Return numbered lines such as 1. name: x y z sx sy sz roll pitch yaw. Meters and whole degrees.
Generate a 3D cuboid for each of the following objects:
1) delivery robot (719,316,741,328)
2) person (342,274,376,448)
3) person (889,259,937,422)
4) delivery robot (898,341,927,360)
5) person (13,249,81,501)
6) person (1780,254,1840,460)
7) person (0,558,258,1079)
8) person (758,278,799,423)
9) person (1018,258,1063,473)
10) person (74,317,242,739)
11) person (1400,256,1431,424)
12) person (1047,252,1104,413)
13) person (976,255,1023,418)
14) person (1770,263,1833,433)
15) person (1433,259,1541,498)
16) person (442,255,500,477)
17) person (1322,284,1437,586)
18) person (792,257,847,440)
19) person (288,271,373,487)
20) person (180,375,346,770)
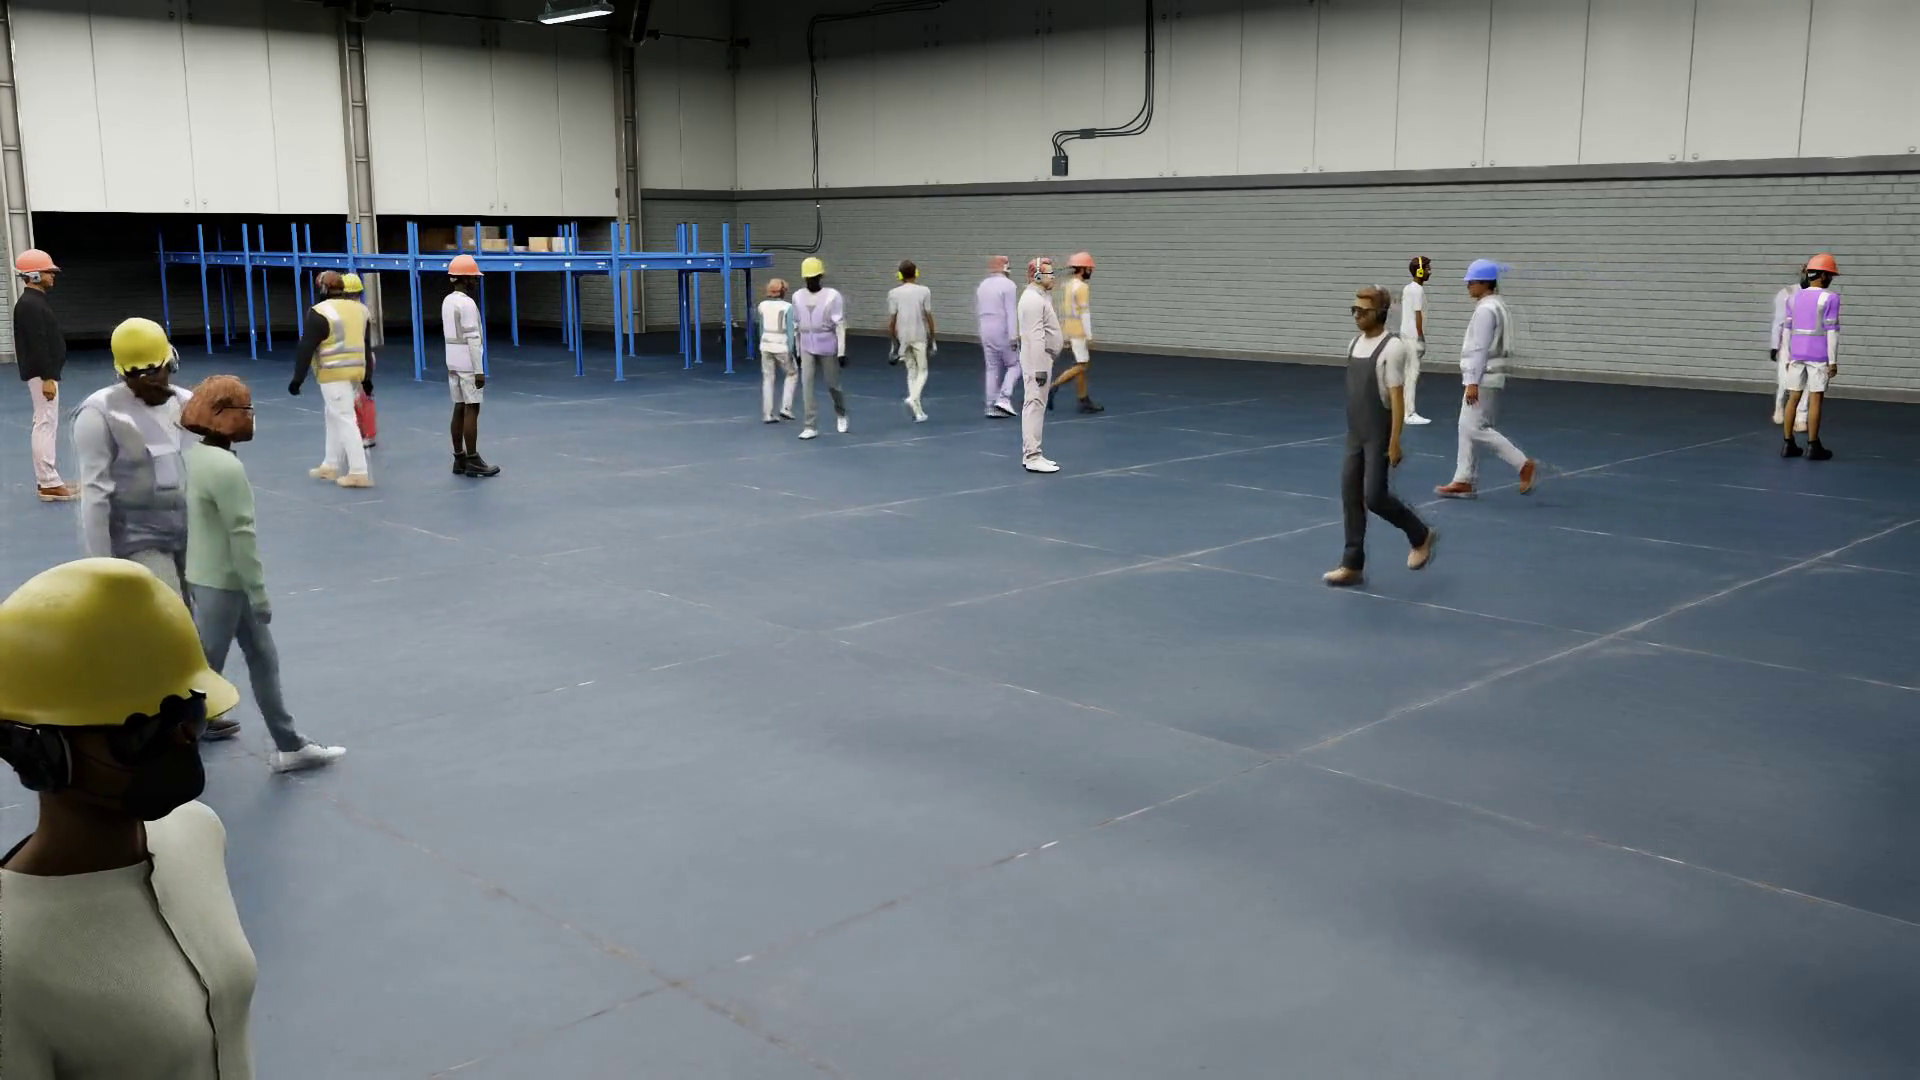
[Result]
1. delivery robot: -4.500 -4.283 32.591 0.335 0.223 0.698 -5 12 -26
2. person: -6.004 -1.773 16.530 0.552 1.731 0.421 8 13 37
3. person: -0.538 -2.236 18.761 0.572 1.840 0.584 3 11 16
4. delivery robot: -0.820 -3.197 27.377 0.477 0.478 0.707 4 11 21
5. person: -7.367 -1.327 13.391 0.379 1.995 0.612 -6 12 -31
6. person: 8.121 -1.746 15.852 0.374 1.930 0.542 -6 12 -28
7. person: -0.935 0.889 1.932 0.311 1.768 0.533 0 10 2
8. person: -2.061 -2.141 18.835 0.526 1.623 0.448 6 12 28
9. person: 0.724 -1.577 14.994 0.410 1.908 0.643 0 10 -1
10. person: -3.247 -0.013 6.783 0.420 1.788 0.673 3 11 18
11. person: 5.151 -2.260 18.814 0.330 1.874 0.518 0 10 -2
12. person: 1.345 -2.460 19.787 0.730 1.920 0.568 -2 11 -10
13. person: 0.471 -2.347 19.276 0.443 1.874 0.725 -8 13 -37
14. person: 9.106 -2.084 17.970 0.647 1.828 0.460 2 11 11
15. person: 4.250 -1.275 13.301 0.735 1.929 0.623 3 11 18
16. person: -4.354 -1.543 14.724 0.360 1.938 0.545 -9 14 -40
17. person: 2.564 -0.637 10.108 0.659 1.828 0.508 -4 11 -20
18. person: -1.459 -2.045 17.593 0.599 1.897 0.893 3 11 18
19. person: -5.371 -1.365 14.119 0.828 1.806 0.643 3 11 15
20. person: -2.846 0.169 6.337 0.823 1.595 0.532 -7 13 -34
